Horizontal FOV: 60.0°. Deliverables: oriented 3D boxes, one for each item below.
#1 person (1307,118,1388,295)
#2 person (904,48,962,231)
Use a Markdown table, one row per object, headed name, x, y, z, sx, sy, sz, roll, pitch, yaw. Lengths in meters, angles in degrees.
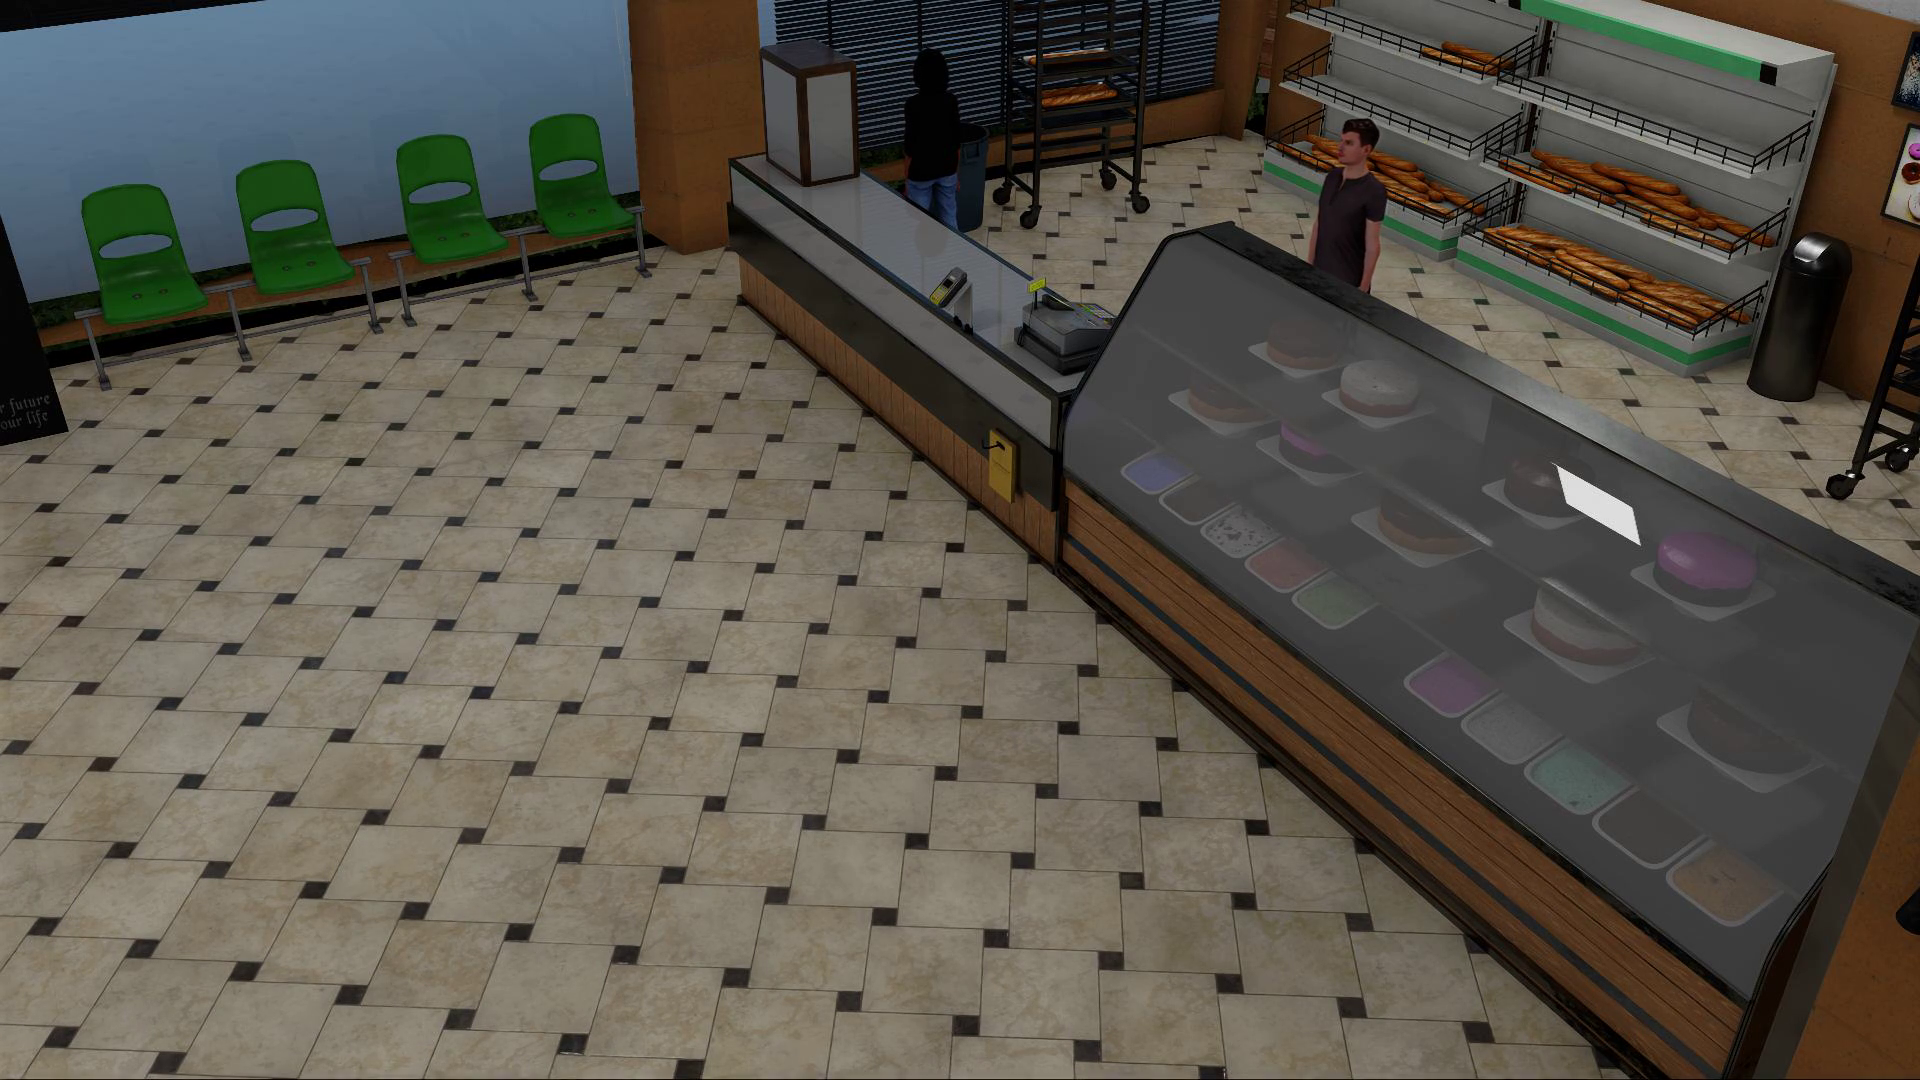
| name | x | y | z | sx | sy | sz | roll | pitch | yaw |
| --- | --- | --- | --- | --- | --- | --- | --- | --- | --- |
| person | 2.139 | -1.458 | 9.335 | 0.517 | 1.853 | 0.641 | -17 | 36 | -25 |
| person | -0.185 | -2.395 | 10.983 | 0.514 | 1.702 | 0.651 | -12 | 34 | -18 |
